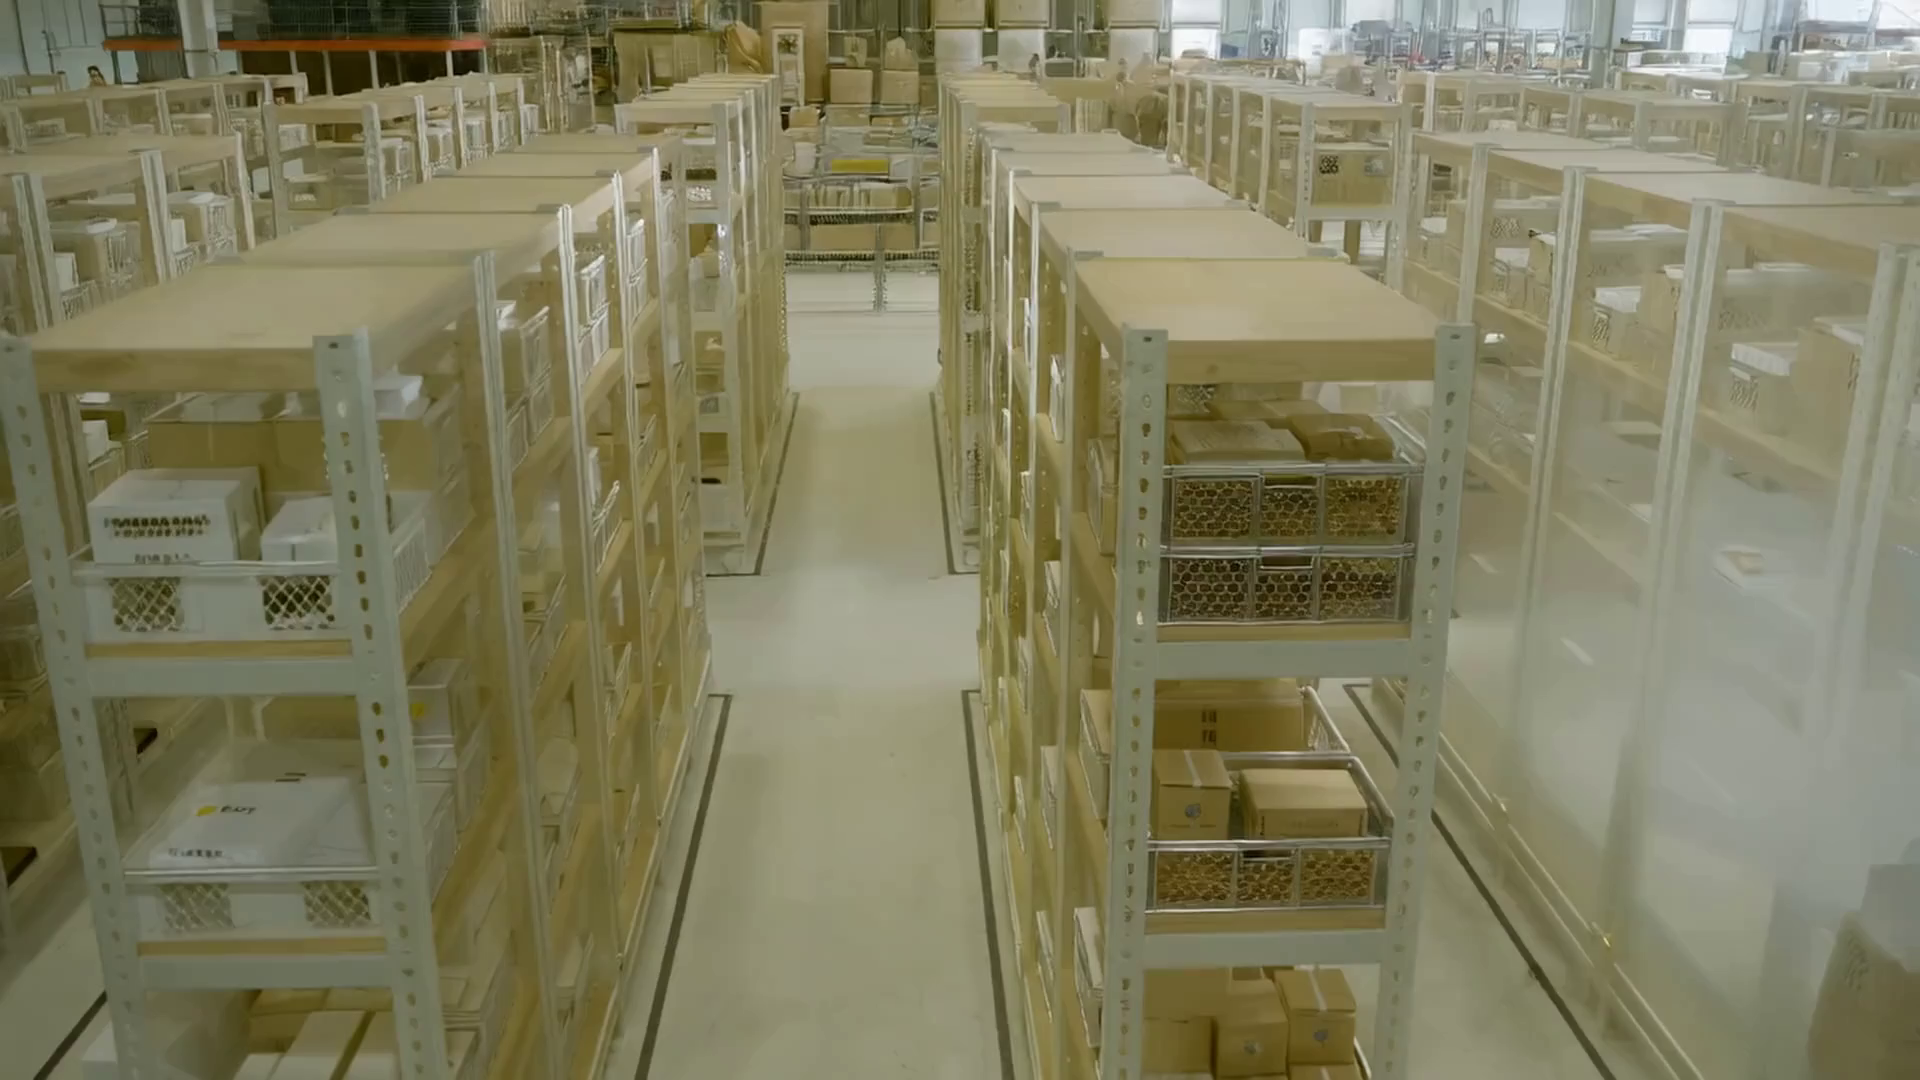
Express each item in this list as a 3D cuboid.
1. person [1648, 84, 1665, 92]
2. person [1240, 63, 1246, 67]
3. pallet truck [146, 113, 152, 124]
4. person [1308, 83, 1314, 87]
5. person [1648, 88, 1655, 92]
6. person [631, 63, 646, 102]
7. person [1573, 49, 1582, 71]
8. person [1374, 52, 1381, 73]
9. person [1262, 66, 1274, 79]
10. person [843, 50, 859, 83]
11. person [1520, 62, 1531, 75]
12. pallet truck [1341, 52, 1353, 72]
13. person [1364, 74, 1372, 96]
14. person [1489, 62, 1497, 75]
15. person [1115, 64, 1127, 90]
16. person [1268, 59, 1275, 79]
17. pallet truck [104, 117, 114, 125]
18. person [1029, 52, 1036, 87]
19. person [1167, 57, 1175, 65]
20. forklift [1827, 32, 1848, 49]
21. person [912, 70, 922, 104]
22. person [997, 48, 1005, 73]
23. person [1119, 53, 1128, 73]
[{"bbox_3d":[24.994,-15.866,59.705,0.697,2.000,0.776,13,22,35],"label":"person"},{"bbox_3d":[12.577,-20.379,74.147,0.491,1.744,0.295,11,21,31],"label":"person"},{"bbox_3d":[-18.087,-8.309,36.390,1.885,1.965,0.823,-1,18,-4],"label":"pallet truck"},{"bbox_3d":[11.901,-14.778,56.901,0.321,1.690,0.543,17,25,42],"label":"person"},{"bbox_3d":[21.529,-13.206,51.930,0.355,1.755,0.518,-10,21,-29],"label":"person"},{"bbox_3d":[-13.620,-19.348,70.776,0.797,1.862,0.582,-3,18,-8],"label":"person"},{"bbox_3d":[33.056,-25.283,89.050,0.776,1.918,0.557,-5,19,-15],"label":"person"},{"bbox_3d":[21.114,-23.808,84.491,0.483,1.912,0.596,1,18,3],"label":"person"},{"bbox_3d":[12.413,-18.239,67.318,0.601,1.882,0.806,8,19,23],"label":"person"},{"bbox_3d":[-6.114,-26.359,92.558,0.908,1.808,0.622,-15,23,-38],"label":"person"},{"bbox_3d":[25.175,-20.358,74.006,0.691,1.810,0.526,-15,23,-38],"label":"person"},{"bbox_3d":[18.794,-23.123,82.231,0.823,1.965,1.885,-13,22,-35],"label":"pallet truck"},{"bbox_3d":[14.554,-15.696,59.462,0.310,1.864,0.533,-1,18,-2],"label":"person"},{"bbox_3d":[23.097,-19.795,72.199,0.780,1.830,0.564,-1,18,-3],"label":"person"},{"bbox_3d":[6.604,-18.462,67.971,0.568,1.890,0.946,-4,18,-14],"label":"person"},{"bbox_3d":[15.074,-22.403,80.502,0.321,1.692,0.534,15,23,40],"label":"person"},{"bbox_3d":[-18.367,-7.885,35.078,1.885,1.965,0.823,1,18,2],"label":"pallet truck"},{"bbox_3d":[3.623,-23.504,83.506,0.402,1.938,0.602,-5,19,-15],"label":"person"},{"bbox_3d":[9.817,-21.513,77.408,0.916,1.910,0.638,-14,23,-37],"label":"person"},{"bbox_3d":[46.023,-25.321,87.619,1.129,2.768,1.873,-1,18,-2],"label":"forklift"},{"bbox_3d":[-1.547,-16.779,62.784,0.998,1.887,0.541,-7,19,-21],"label":"person"},{"bbox_3d":[2.325,-25.970,91.192,0.748,1.899,0.635,7,19,20],"label":"person"},{"bbox_3d":[8.436,-24.012,85.281,0.799,1.820,0.634,-8,20,-23],"label":"person"}]
